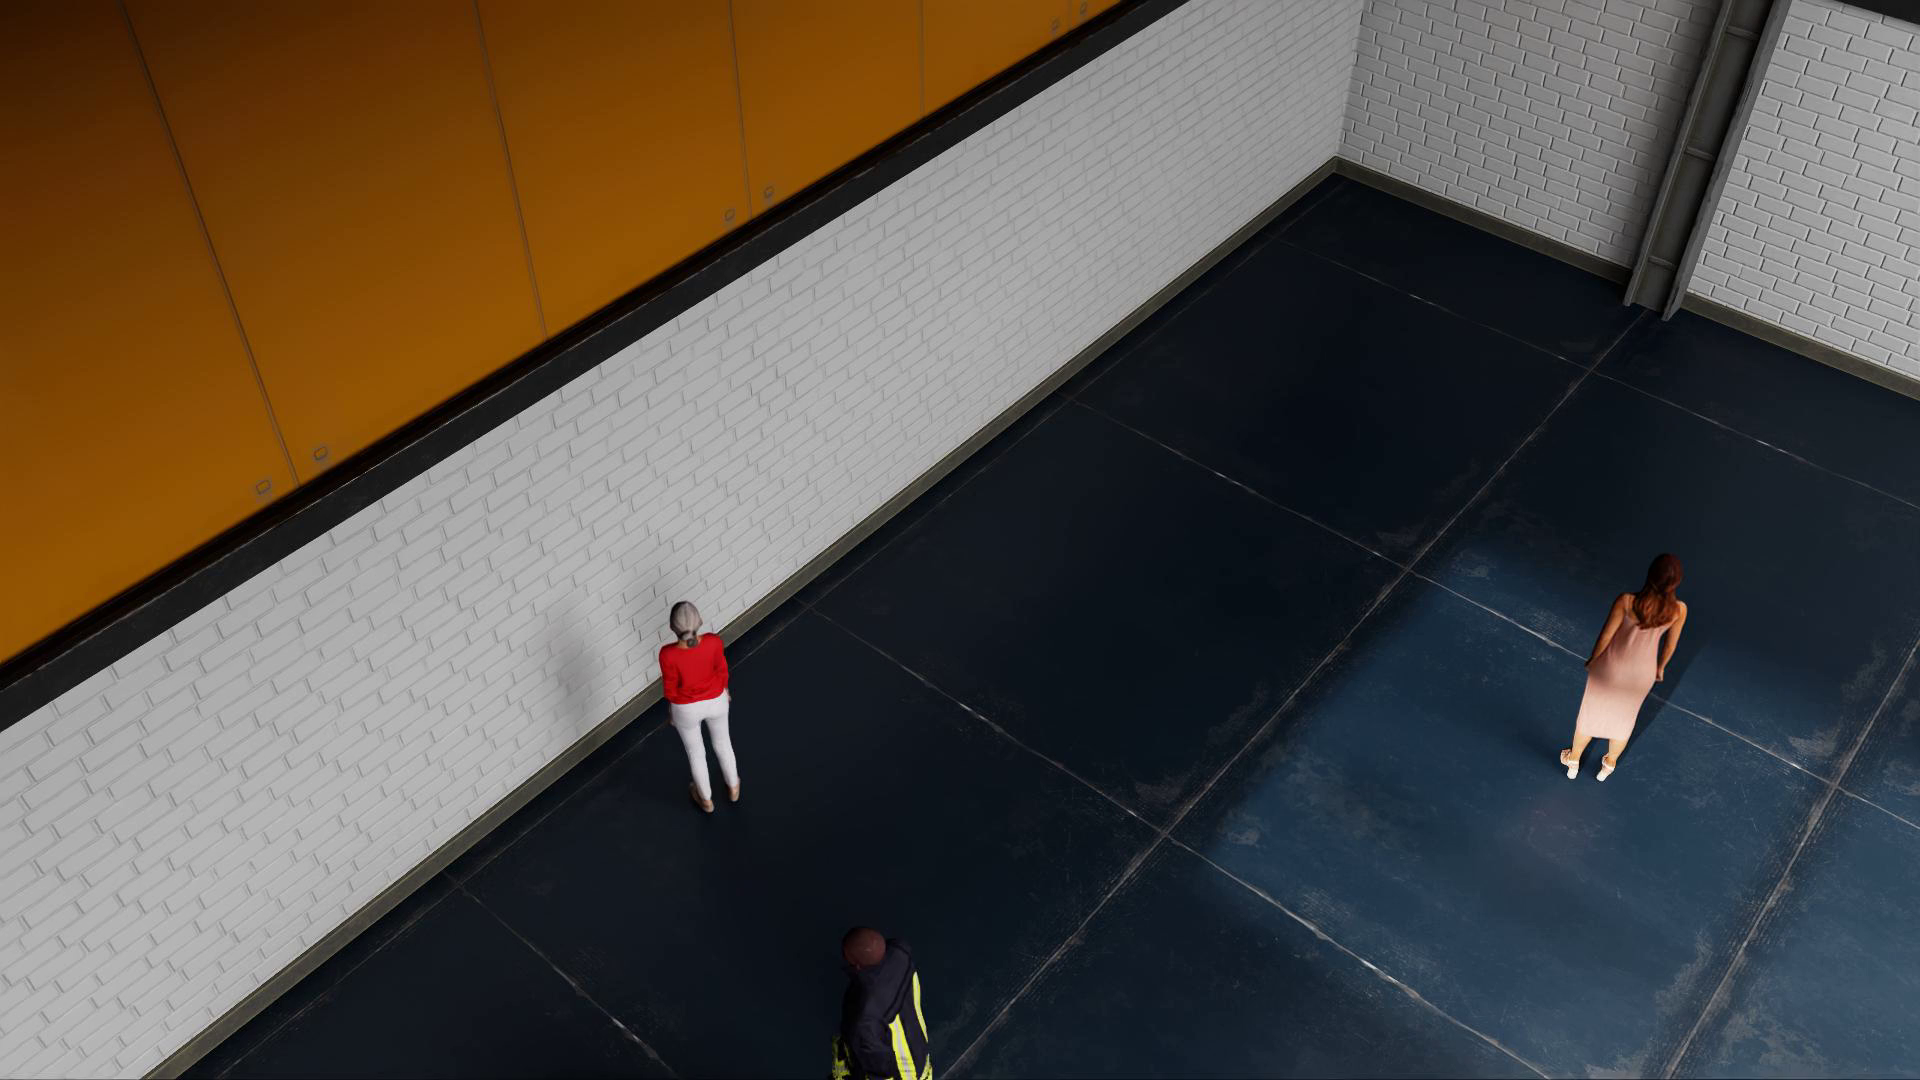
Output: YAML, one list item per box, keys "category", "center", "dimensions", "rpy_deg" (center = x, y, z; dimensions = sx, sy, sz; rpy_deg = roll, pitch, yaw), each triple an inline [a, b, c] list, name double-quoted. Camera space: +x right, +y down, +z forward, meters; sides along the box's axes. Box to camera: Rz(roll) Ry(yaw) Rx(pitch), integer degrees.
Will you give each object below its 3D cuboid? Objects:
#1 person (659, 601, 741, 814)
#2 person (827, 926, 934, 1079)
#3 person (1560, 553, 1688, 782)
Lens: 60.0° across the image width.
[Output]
- category: "person"
  center: [-1.527, 0.976, 9.764]
  dimensions: [0.633, 1.693, 0.651]
  rpy_deg: [-18, 46, -18]
- category: "person"
  center: [-0.304, 2.497, 8.092]
  dimensions: [0.940, 1.797, 0.873]
  rpy_deg: [16, 46, 16]
- category: "person"
  center: [3.945, 0.772, 9.878]
  dimensions: [0.599, 1.831, 0.727]
  rpy_deg: [9, 44, 10]
